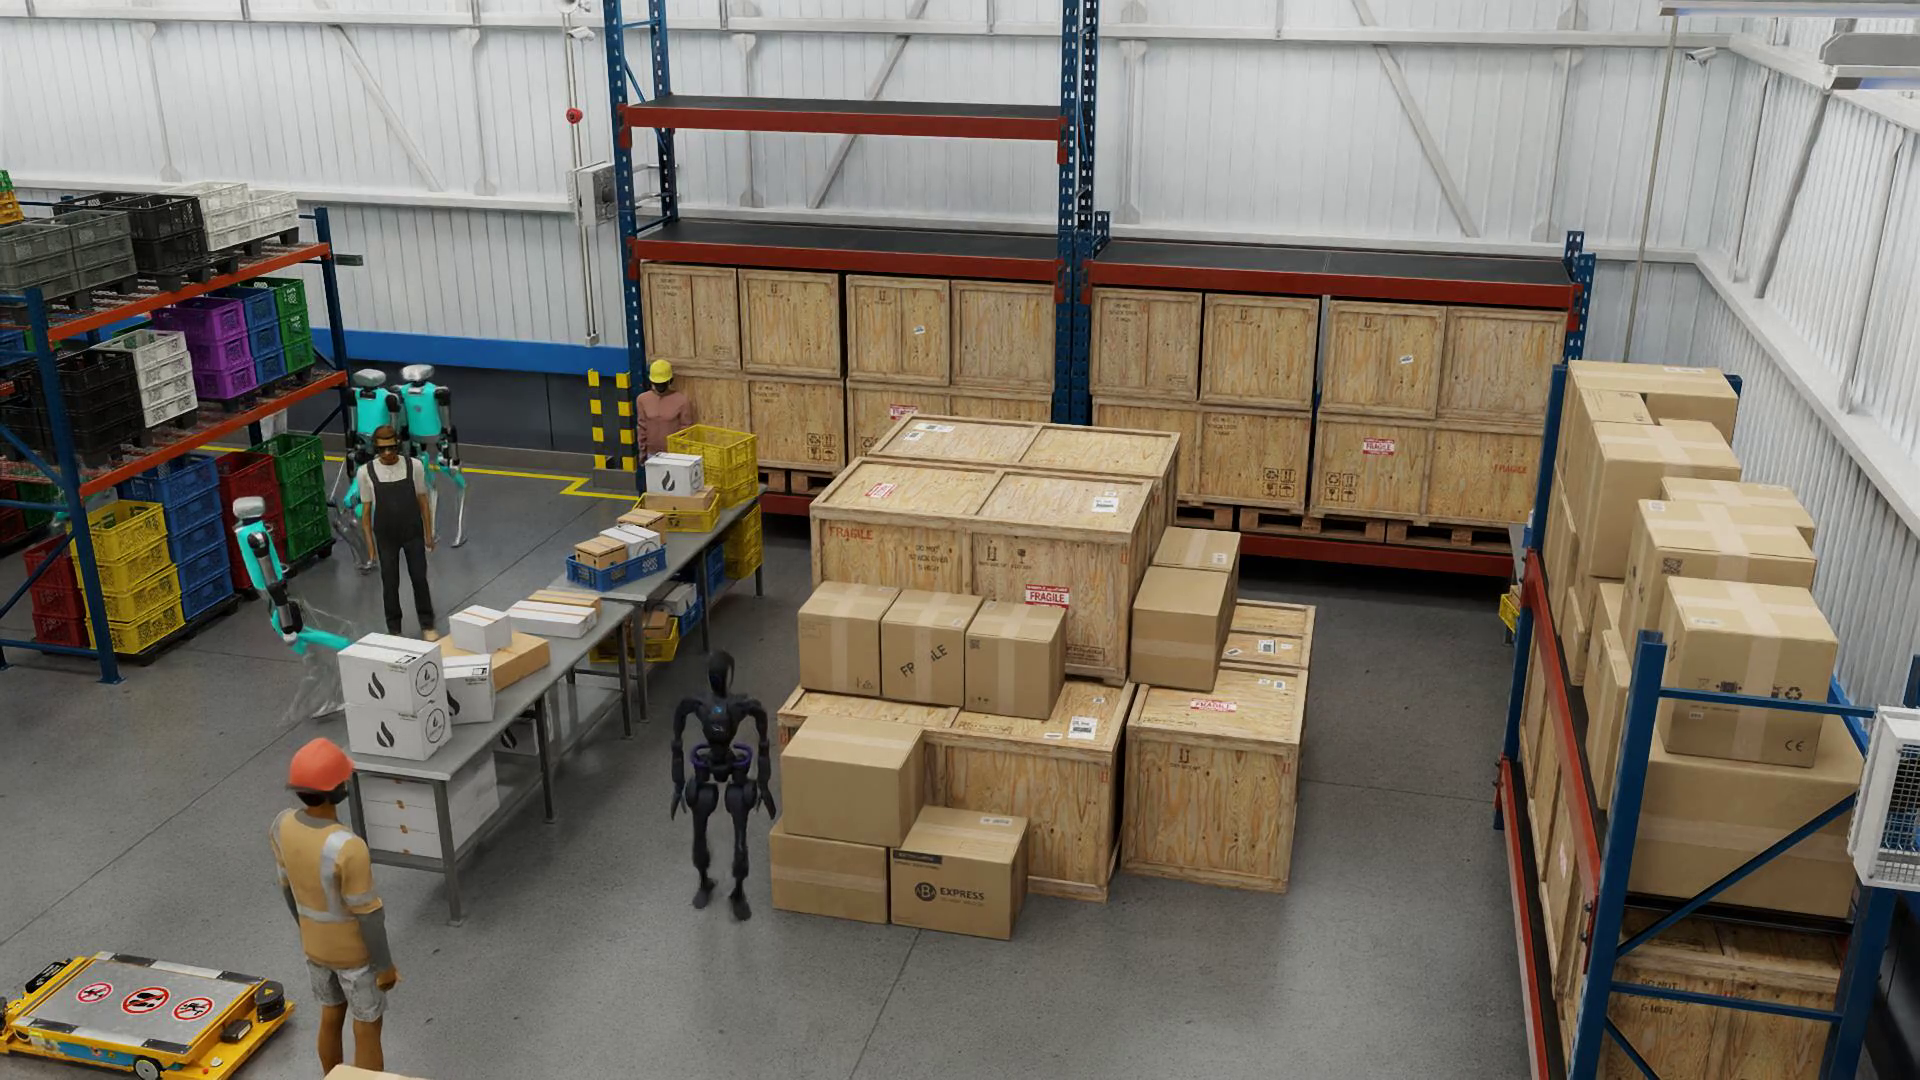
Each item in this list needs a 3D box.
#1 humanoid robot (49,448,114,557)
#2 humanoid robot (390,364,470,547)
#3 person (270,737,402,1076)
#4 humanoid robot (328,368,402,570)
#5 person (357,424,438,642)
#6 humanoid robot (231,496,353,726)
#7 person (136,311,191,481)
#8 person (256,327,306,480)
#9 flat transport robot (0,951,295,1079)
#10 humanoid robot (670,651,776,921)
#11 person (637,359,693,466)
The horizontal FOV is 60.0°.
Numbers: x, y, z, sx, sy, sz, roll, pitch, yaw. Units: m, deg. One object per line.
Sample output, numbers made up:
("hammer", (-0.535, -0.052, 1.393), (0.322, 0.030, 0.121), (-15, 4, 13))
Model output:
("humanoid robot", (-7.640, -0.493, 14.307), (0.549, 1.736, 1.035), (9, 23, 23))
("humanoid robot", (-4.710, -0.796, 15.023), (0.535, 1.739, 0.715), (2, 21, 5))
("person", (-2.846, 1.852, 7.718), (0.607, 2.044, 0.376), (12, 24, 29))
("humanoid robot", (-5.201, -0.563, 14.429), (0.548, 1.739, 0.820), (7, 22, 17))
("person", (-4.359, -0.027, 12.929), (0.506, 1.839, 0.337), (-10, 23, -24))
("humanoid robot", (-4.586, 0.512, 11.692), (0.785, 1.799, 0.543), (-13, 25, -31))
("person", (-7.726, -1.338, 16.266), (0.580, 1.893, 0.502), (-16, 26, -35))
("person", (-6.889, -1.426, 16.583), (0.428, 1.839, 0.622), (4, 21, 9))
("flat transport robot", (-4.270, 2.464, 8.601), (1.431, 0.231, 0.659), (5, 22, 13))
("humanoid robot", (-1.358, 1.384, 9.484), (0.602, 1.656, 0.422), (-1, 21, -2))
("person", (-2.648, -0.777, 14.996), (0.523, 1.761, 0.336), (3, 21, 8))
